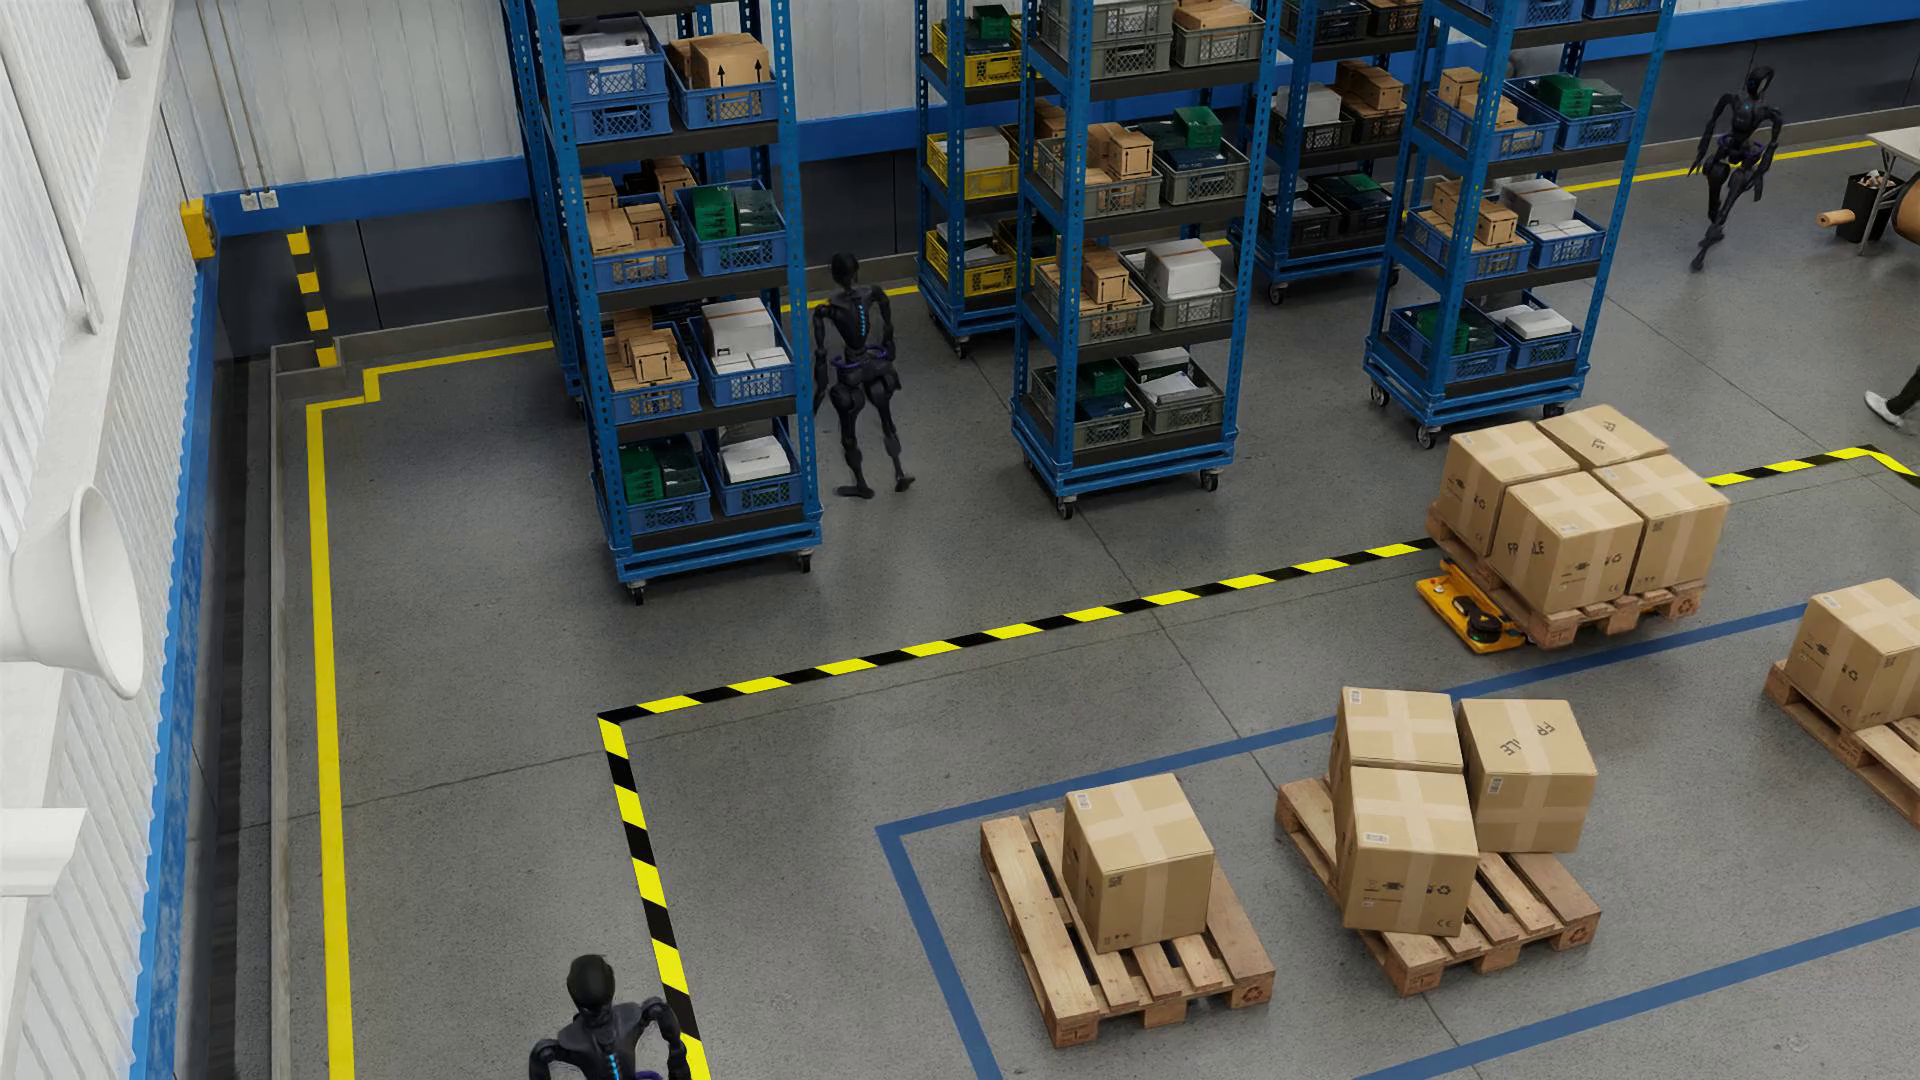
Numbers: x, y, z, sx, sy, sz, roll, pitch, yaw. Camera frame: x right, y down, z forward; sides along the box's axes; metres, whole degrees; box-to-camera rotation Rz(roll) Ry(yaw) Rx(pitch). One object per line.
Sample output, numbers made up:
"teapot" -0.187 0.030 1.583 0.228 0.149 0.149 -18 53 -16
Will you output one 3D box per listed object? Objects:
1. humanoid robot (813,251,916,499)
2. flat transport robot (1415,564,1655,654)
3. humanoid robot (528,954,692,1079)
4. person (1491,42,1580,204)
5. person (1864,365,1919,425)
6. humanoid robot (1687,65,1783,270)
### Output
"humanoid robot" -0.584 -0.976 10.222 0.618 1.647 0.455 -21 40 -27
"flat transport robot" 3.453 0.259 9.664 1.431 0.197 0.652 -11 37 -15
"humanoid robot" -1.224 2.051 5.931 0.589 1.640 0.567 -18 39 -23
"person" 4.625 -3.471 13.529 0.627 1.940 0.372 9 36 12
"person" 6.522 -1.449 10.770 0.605 1.813 0.877 -9 36 -13
"humanoid robot" 6.057 -2.962 13.080 0.807 1.614 0.612 -30 45 -35
